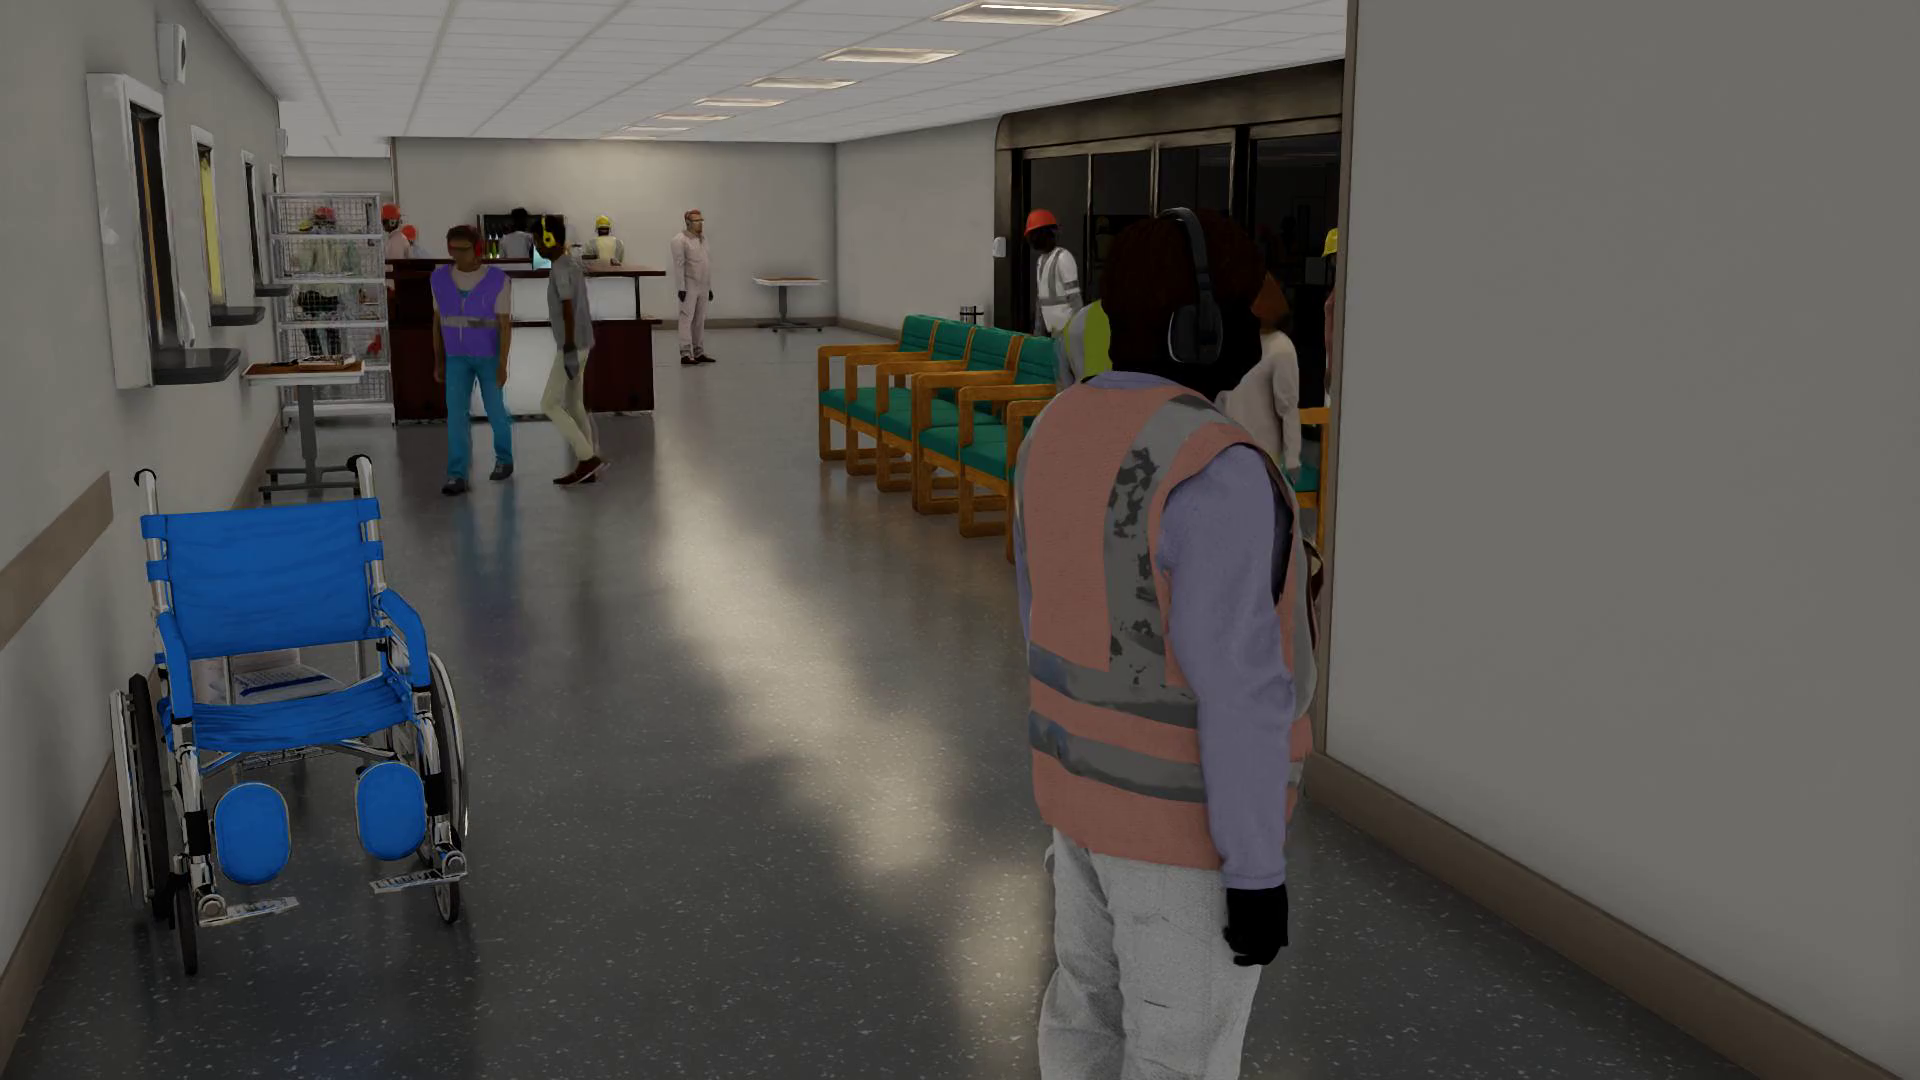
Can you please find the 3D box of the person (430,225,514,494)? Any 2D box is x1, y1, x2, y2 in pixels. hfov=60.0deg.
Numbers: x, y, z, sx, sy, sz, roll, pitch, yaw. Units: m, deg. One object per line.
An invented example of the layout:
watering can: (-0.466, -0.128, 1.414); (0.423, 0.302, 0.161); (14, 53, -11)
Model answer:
person: (-3.295, -1.235, 11.268); (0.584, 1.788, 0.987); (0, 11, 2)

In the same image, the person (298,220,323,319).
person: (-10.834, -4.440, 27.732); (0.316, 1.769, 0.524); (1, 11, 6)

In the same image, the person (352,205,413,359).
person: (-7.086, -3.148, 20.588); (0.911, 1.954, 0.626); (-6, 12, -26)

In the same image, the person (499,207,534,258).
person: (-5.867, -3.469, 22.280); (0.649, 1.967, 0.471); (3, 11, 14)

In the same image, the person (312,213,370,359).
person: (-7.510, -3.019, 20.136); (0.711, 1.885, 0.378); (1, 11, 4)

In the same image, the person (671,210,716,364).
person: (-3.301, -3.154, 20.769); (0.405, 1.910, 0.636); (6, 12, 28)

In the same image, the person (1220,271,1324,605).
person: (1.396, -0.415, 7.493); (0.751, 1.609, 0.484); (-4, 12, -17)

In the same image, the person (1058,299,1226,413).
person: (0.630, -0.205, 5.968); (0.639, 1.811, 0.935); (9, 14, 38)

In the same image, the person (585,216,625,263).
person: (-5.188, -3.809, 24.324); (0.592, 1.833, 0.404); (-6, 12, -27)

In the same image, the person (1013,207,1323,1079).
person: (0.325, 0.423, 2.586); (0.430, 1.845, 0.619); (-5, 12, -23)

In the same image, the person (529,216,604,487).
person: (-2.684, -1.277, 11.316); (0.437, 1.836, 0.562); (0, 11, 0)

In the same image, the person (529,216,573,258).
person: (-4.992, -3.077, 20.569); (0.430, 1.838, 0.626); (10, 15, 42)

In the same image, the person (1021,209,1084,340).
person: (0.764, -1.715, 13.457); (0.758, 1.881, 0.550); (-3, 11, -14)

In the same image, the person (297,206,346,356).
person: (-7.389, -2.865, 19.243); (0.402, 1.957, 0.764); (5, 12, 26)
